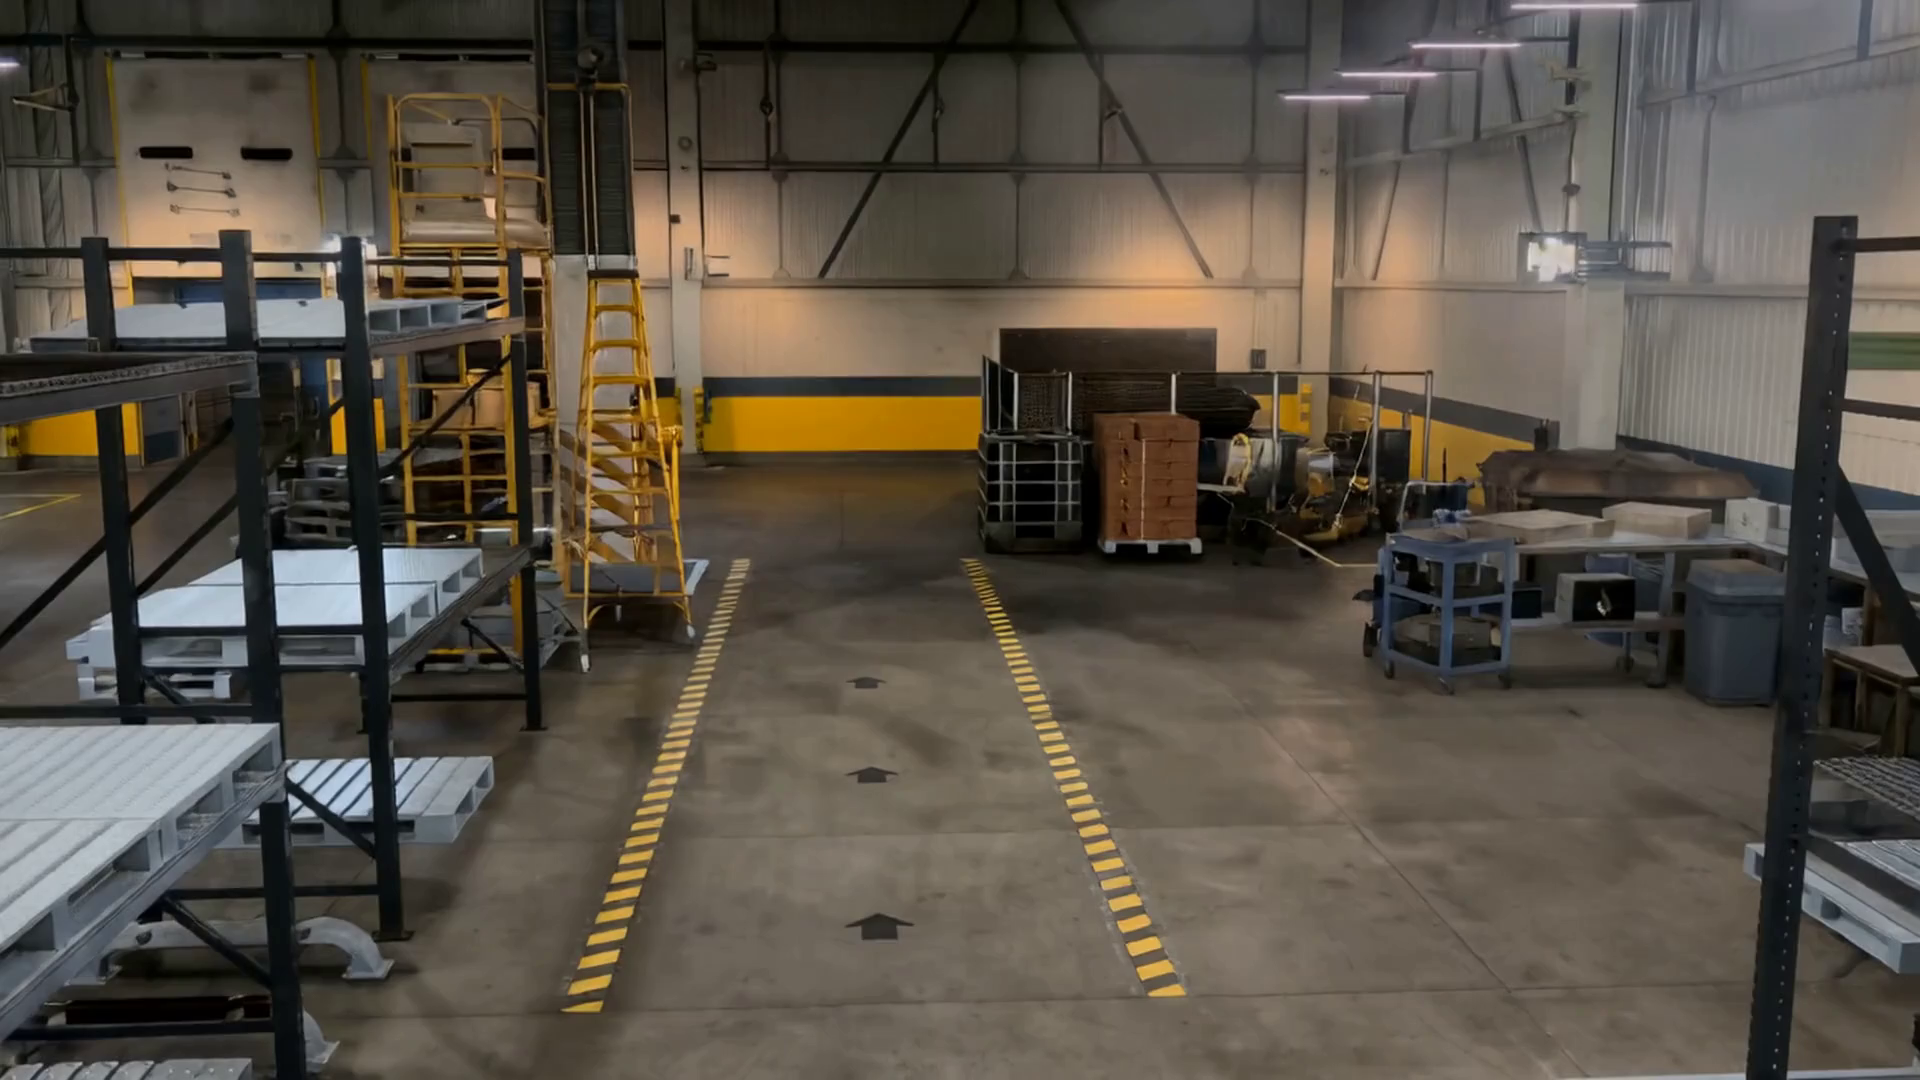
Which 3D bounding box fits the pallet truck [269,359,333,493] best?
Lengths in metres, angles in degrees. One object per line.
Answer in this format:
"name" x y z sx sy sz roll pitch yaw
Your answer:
"pallet truck" -7.062 -1.131 18.996 1.885 1.965 0.823 2 9 13
